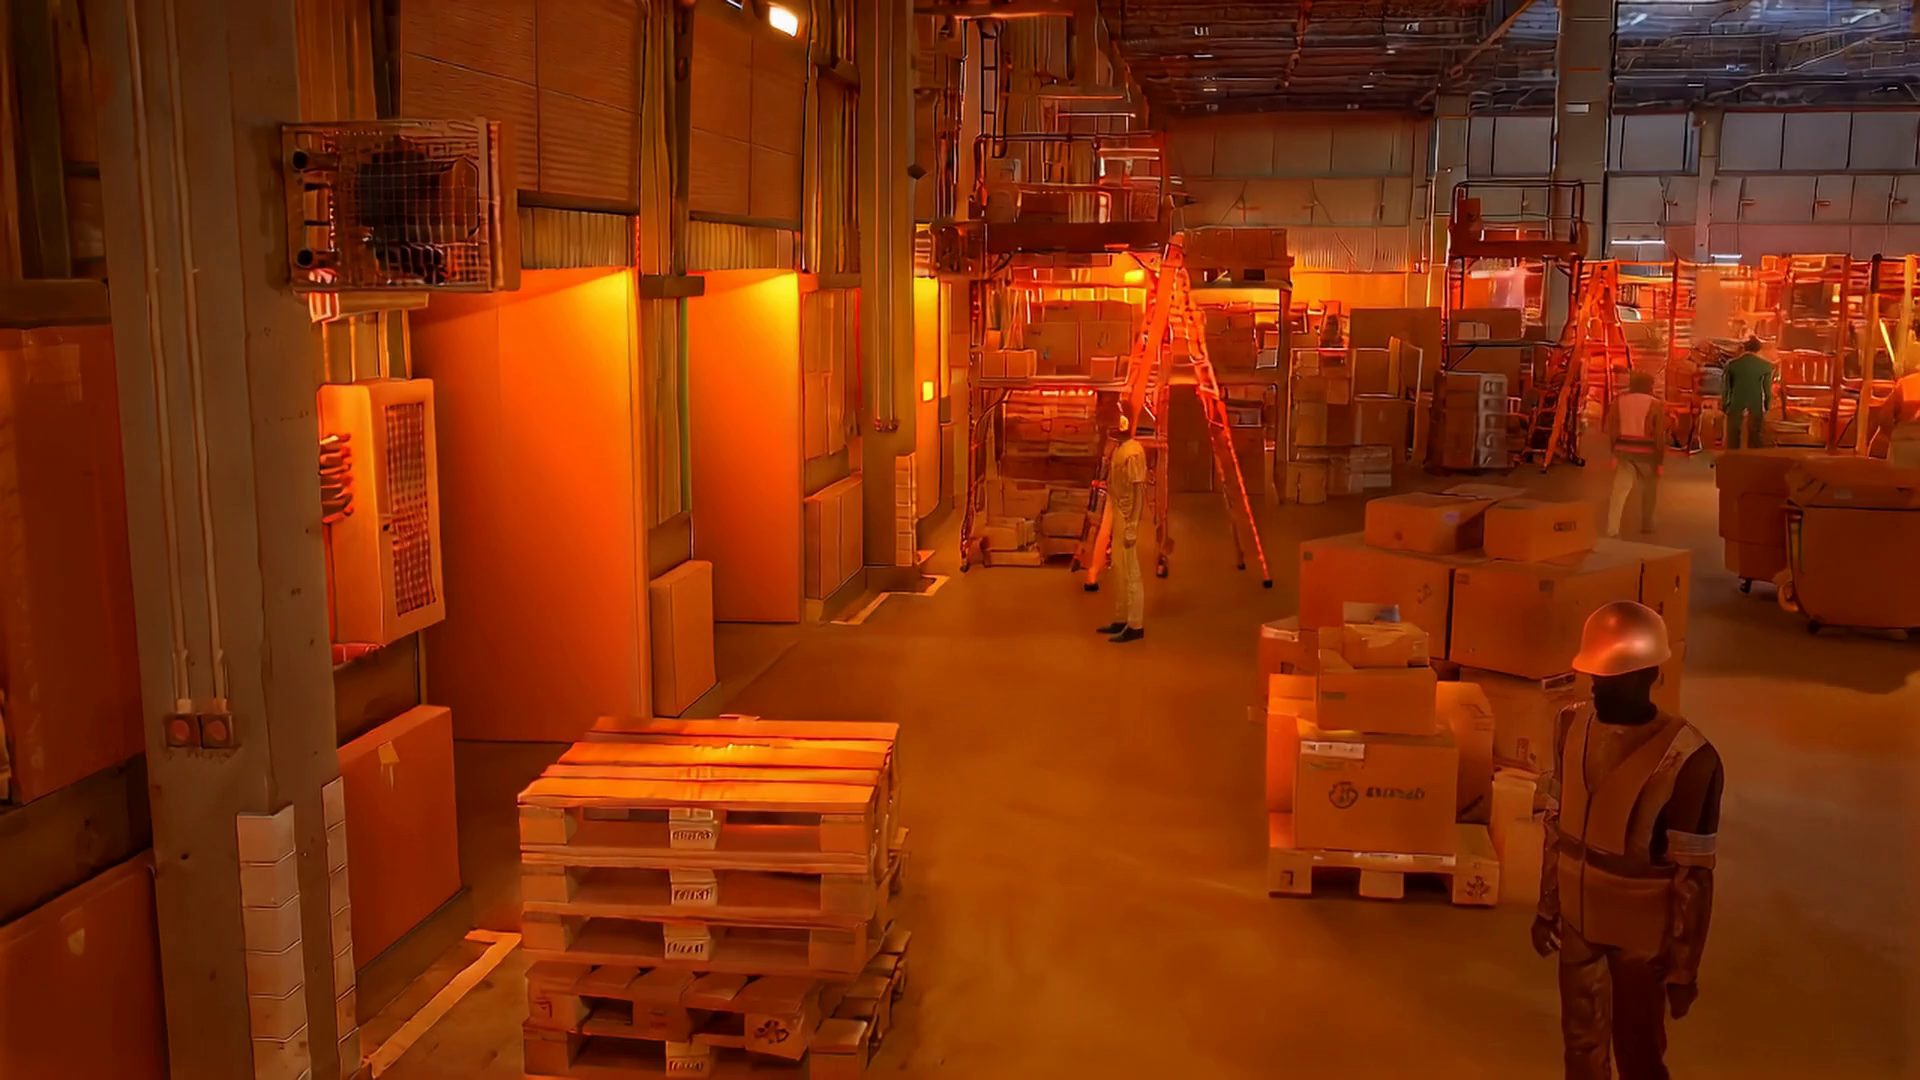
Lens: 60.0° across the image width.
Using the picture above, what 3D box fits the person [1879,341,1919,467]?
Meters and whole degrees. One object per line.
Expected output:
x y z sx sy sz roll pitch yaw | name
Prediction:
11.030 -1.309 19.422 0.536 2.000 0.687 8 12 42 | person

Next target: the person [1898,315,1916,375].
19.582 -3.694 34.478 0.370 1.925 0.595 5 11 29 | person

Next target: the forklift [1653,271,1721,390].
17.353 -4.868 38.786 1.873 2.768 1.129 1 9 9 | forklift

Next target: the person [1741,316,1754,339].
19.971 -4.832 42.209 0.316 1.696 0.540 7 12 37 | person

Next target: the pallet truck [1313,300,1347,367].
11.159 -6.200 49.718 0.823 1.965 1.885 4 10 26 | pallet truck

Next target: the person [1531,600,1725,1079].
1.912 1.115 4.865 0.394 1.918 0.589 -4 10 -23 | person

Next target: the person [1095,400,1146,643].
1.252 -0.140 12.762 0.327 1.865 0.519 -2 9 -10 | person

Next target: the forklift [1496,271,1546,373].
15.023 -5.952 45.476 1.873 2.768 1.129 -3 10 -17 | forklift

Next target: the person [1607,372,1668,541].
7.087 -0.863 17.441 0.644 1.795 0.953 9 13 43 | person

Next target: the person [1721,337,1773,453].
10.901 -1.846 23.083 0.631 1.931 0.365 3 10 21 | person
